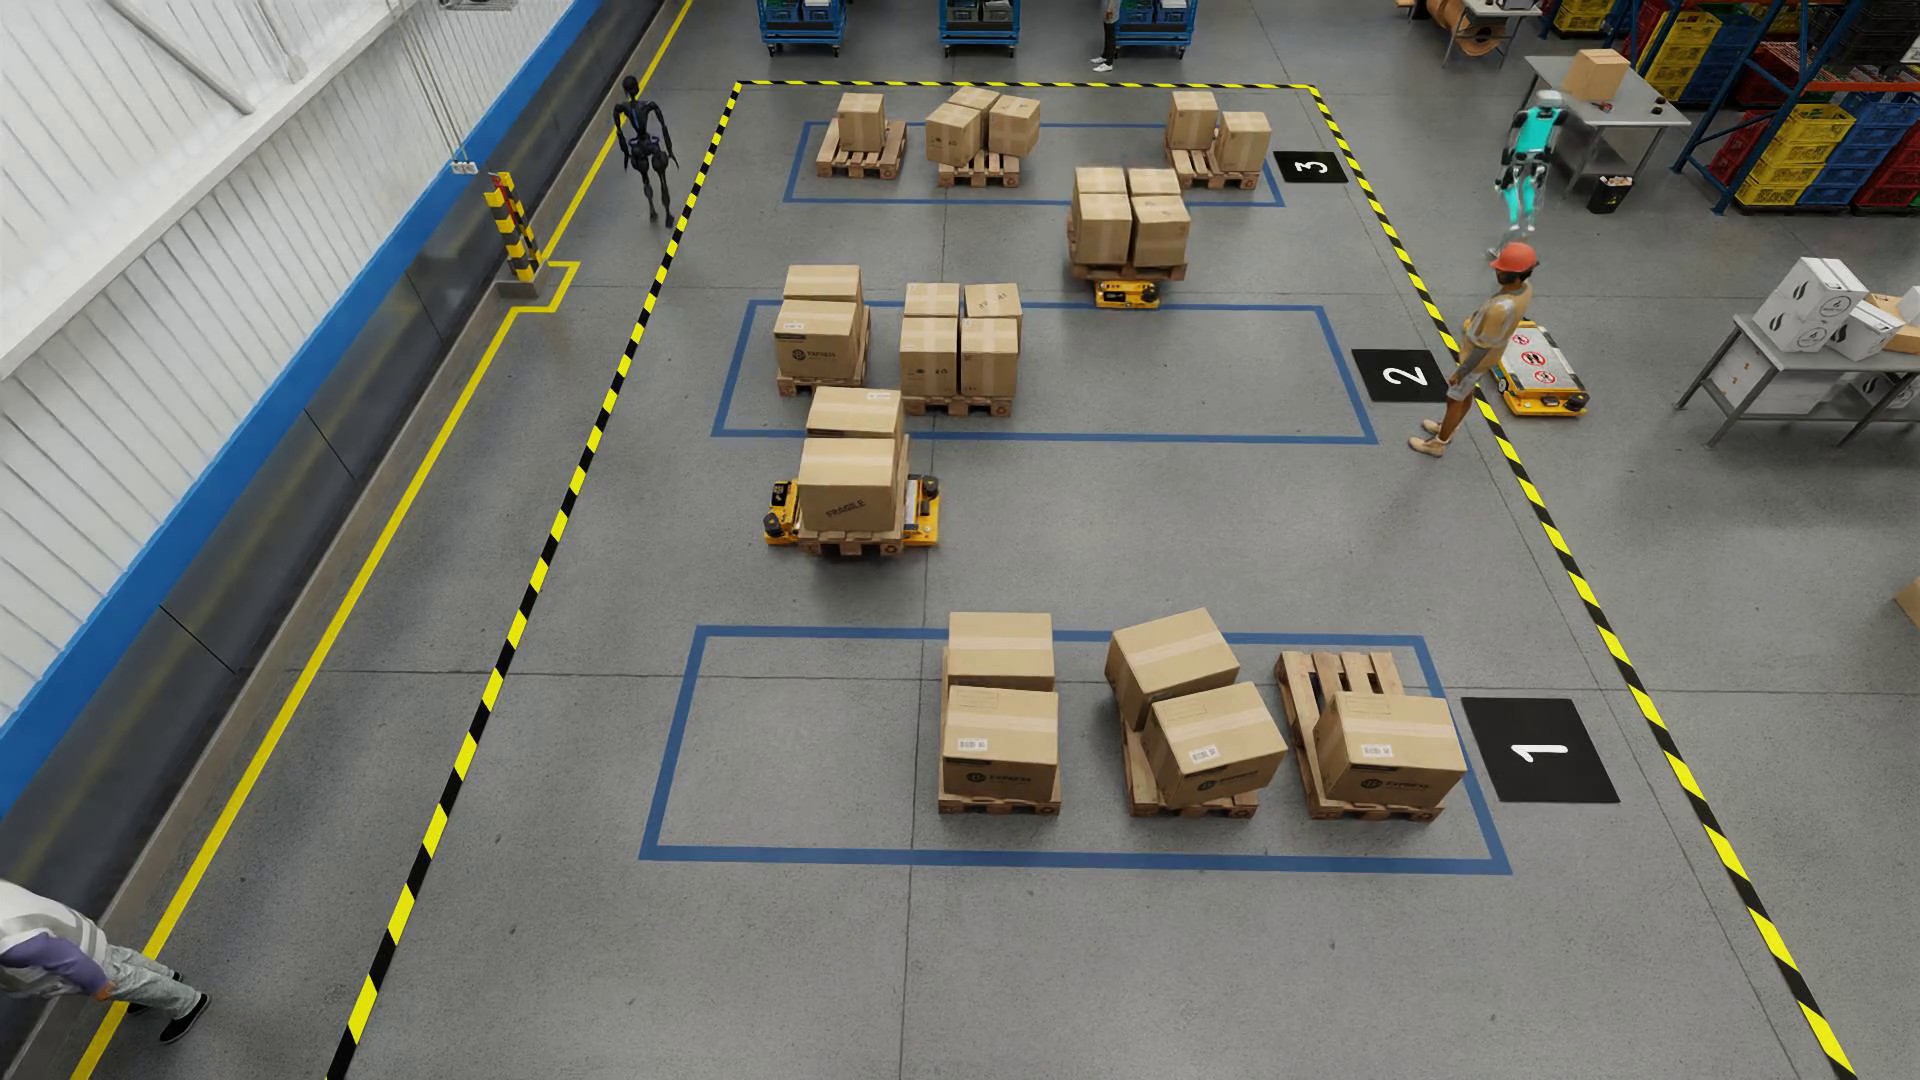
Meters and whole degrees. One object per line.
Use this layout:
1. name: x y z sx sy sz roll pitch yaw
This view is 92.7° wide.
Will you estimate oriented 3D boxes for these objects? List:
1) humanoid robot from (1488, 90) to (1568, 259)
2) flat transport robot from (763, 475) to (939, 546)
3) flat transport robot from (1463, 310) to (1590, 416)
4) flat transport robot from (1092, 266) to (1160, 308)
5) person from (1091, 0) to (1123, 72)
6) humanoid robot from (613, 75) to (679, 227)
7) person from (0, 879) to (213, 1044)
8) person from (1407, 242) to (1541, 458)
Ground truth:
1. humanoid robot: 6.066 -3.780 9.854 0.565 1.797 0.812 0 49 0
2. flat transport robot: -0.902 -0.267 7.746 1.431 0.197 0.652 1 49 1
3. flat transport robot: 5.573 -1.757 9.054 0.659 0.231 1.431 1 49 1
4. flat transport robot: 1.802 -3.068 10.170 0.652 0.197 1.431 1 49 1
5. person: 2.135 -7.756 13.204 0.407 1.847 0.588 2 49 2
6. humanoid robot: -3.540 -4.390 10.399 0.612 1.645 0.410 -6 49 -6
7. person: -4.566 2.134 4.653 0.598 1.827 0.404 24 53 19
8. person: 4.320 -1.556 7.716 0.406 2.030 0.608 37 58 27
